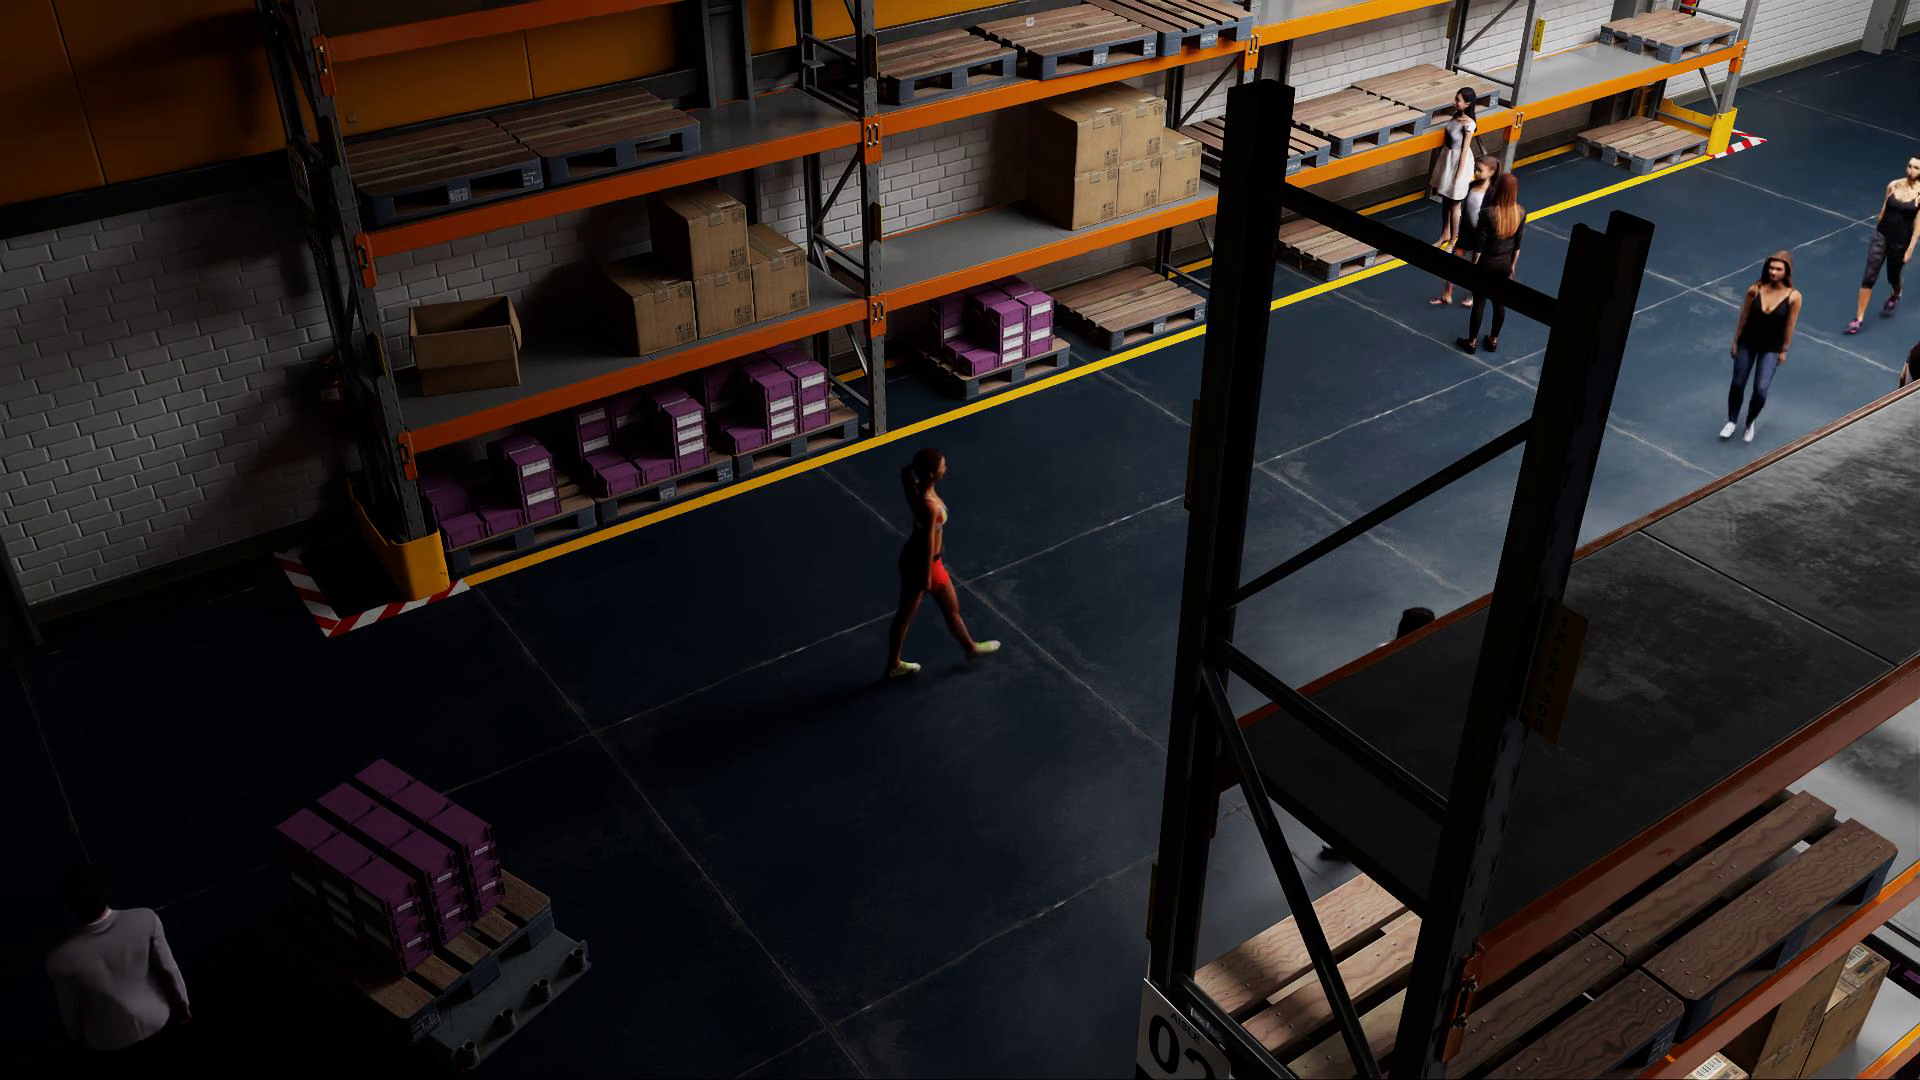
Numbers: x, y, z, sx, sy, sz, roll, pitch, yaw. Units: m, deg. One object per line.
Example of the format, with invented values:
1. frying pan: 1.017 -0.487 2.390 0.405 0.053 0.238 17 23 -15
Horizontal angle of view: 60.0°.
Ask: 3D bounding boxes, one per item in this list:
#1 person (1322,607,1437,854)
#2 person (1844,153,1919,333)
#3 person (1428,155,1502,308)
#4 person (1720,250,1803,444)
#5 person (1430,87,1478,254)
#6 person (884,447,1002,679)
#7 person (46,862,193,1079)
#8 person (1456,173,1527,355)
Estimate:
1. person: 2.476 1.154 9.541 0.555 1.867 0.670 -20 38 -27
2. person: 8.831 -2.809 15.659 1.107 1.694 0.606 -24 41 -32
3. person: 5.051 -2.976 16.052 0.825 1.536 0.586 -19 38 -26
4. person: 6.688 -1.629 13.874 0.666 1.705 0.694 22 39 29
5. person: 5.067 -3.772 17.039 0.795 1.769 0.774 -3 34 -5
6. person: -0.326 0.196 11.083 1.113 1.756 0.747 -13 36 -19
7. person: -3.888 2.314 7.833 0.883 1.826 1.118 27 42 35
8. person: 4.883 -2.522 15.210 0.610 1.713 0.733 -4 34 -7
